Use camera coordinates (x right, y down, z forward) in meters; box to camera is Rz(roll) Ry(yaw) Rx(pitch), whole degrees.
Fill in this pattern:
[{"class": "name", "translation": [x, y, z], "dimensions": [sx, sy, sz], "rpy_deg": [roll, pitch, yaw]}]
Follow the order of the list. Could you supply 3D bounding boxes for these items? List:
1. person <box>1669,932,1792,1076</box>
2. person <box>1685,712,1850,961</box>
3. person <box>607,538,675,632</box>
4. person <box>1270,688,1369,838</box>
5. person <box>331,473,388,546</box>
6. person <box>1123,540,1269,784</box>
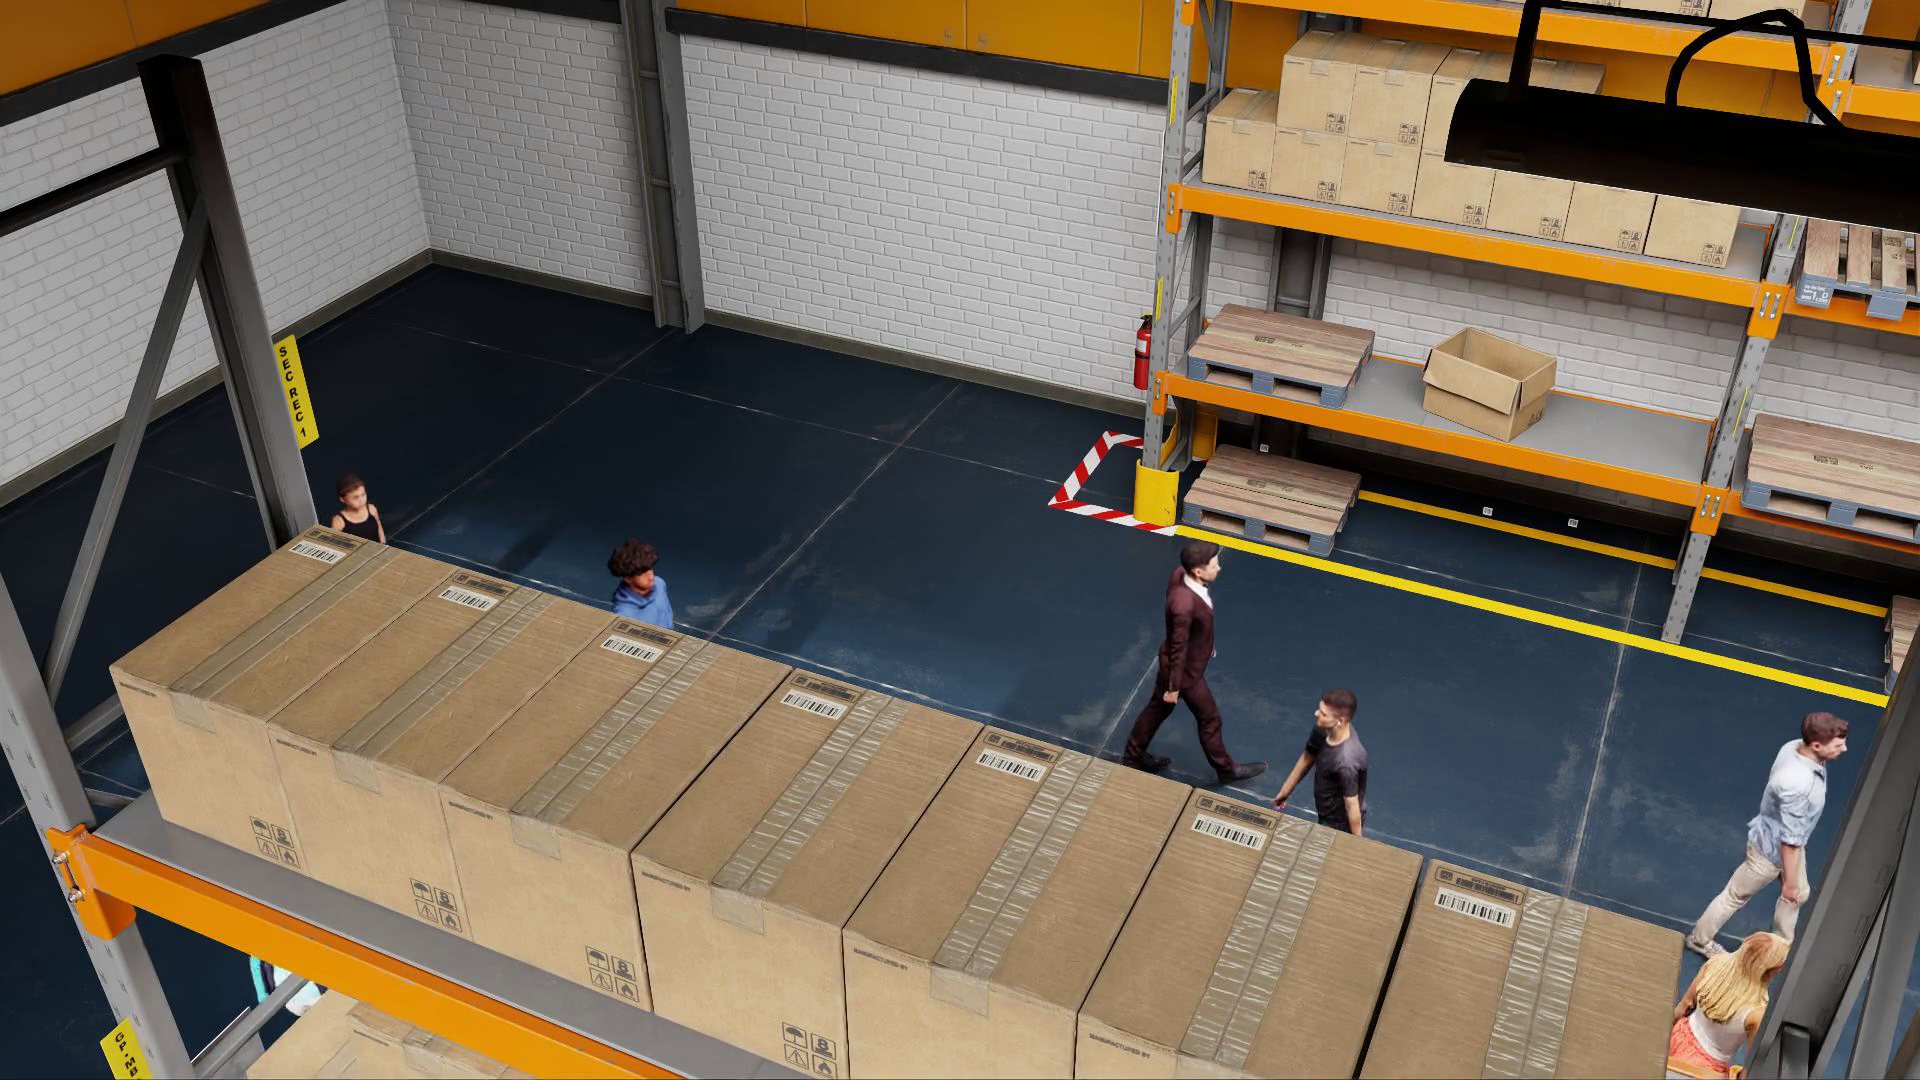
[{"class": "person", "translation": [3.333, 2.488, 7.779], "dimensions": [1.326, 1.745, 1.065], "rpy_deg": [-5, 34, -7]}, {"class": "person", "translation": [4.317, 1.621, 9.012], "dimensions": [0.983, 1.825, 0.754], "rpy_deg": [20, 38, 27]}, {"class": "person", "translation": [-1.994, 0.750, 10.347], "dimensions": [0.665, 1.798, 0.663], "rpy_deg": [14, 36, 20]}, {"class": "person", "translation": [2.164, 1.547, 9.215], "dimensions": [1.206, 1.723, 1.025], "rpy_deg": [-2, 34, -4]}, {"class": "person", "translation": [-4.099, 0.214, 11.375], "dimensions": [0.819, 1.552, 0.659], "rpy_deg": [26, 42, 34]}, {"class": "person", "translation": [1.312, 0.771, 10.299], "dimensions": [1.240, 1.816, 1.006], "rpy_deg": [0, 34, 0]}]
